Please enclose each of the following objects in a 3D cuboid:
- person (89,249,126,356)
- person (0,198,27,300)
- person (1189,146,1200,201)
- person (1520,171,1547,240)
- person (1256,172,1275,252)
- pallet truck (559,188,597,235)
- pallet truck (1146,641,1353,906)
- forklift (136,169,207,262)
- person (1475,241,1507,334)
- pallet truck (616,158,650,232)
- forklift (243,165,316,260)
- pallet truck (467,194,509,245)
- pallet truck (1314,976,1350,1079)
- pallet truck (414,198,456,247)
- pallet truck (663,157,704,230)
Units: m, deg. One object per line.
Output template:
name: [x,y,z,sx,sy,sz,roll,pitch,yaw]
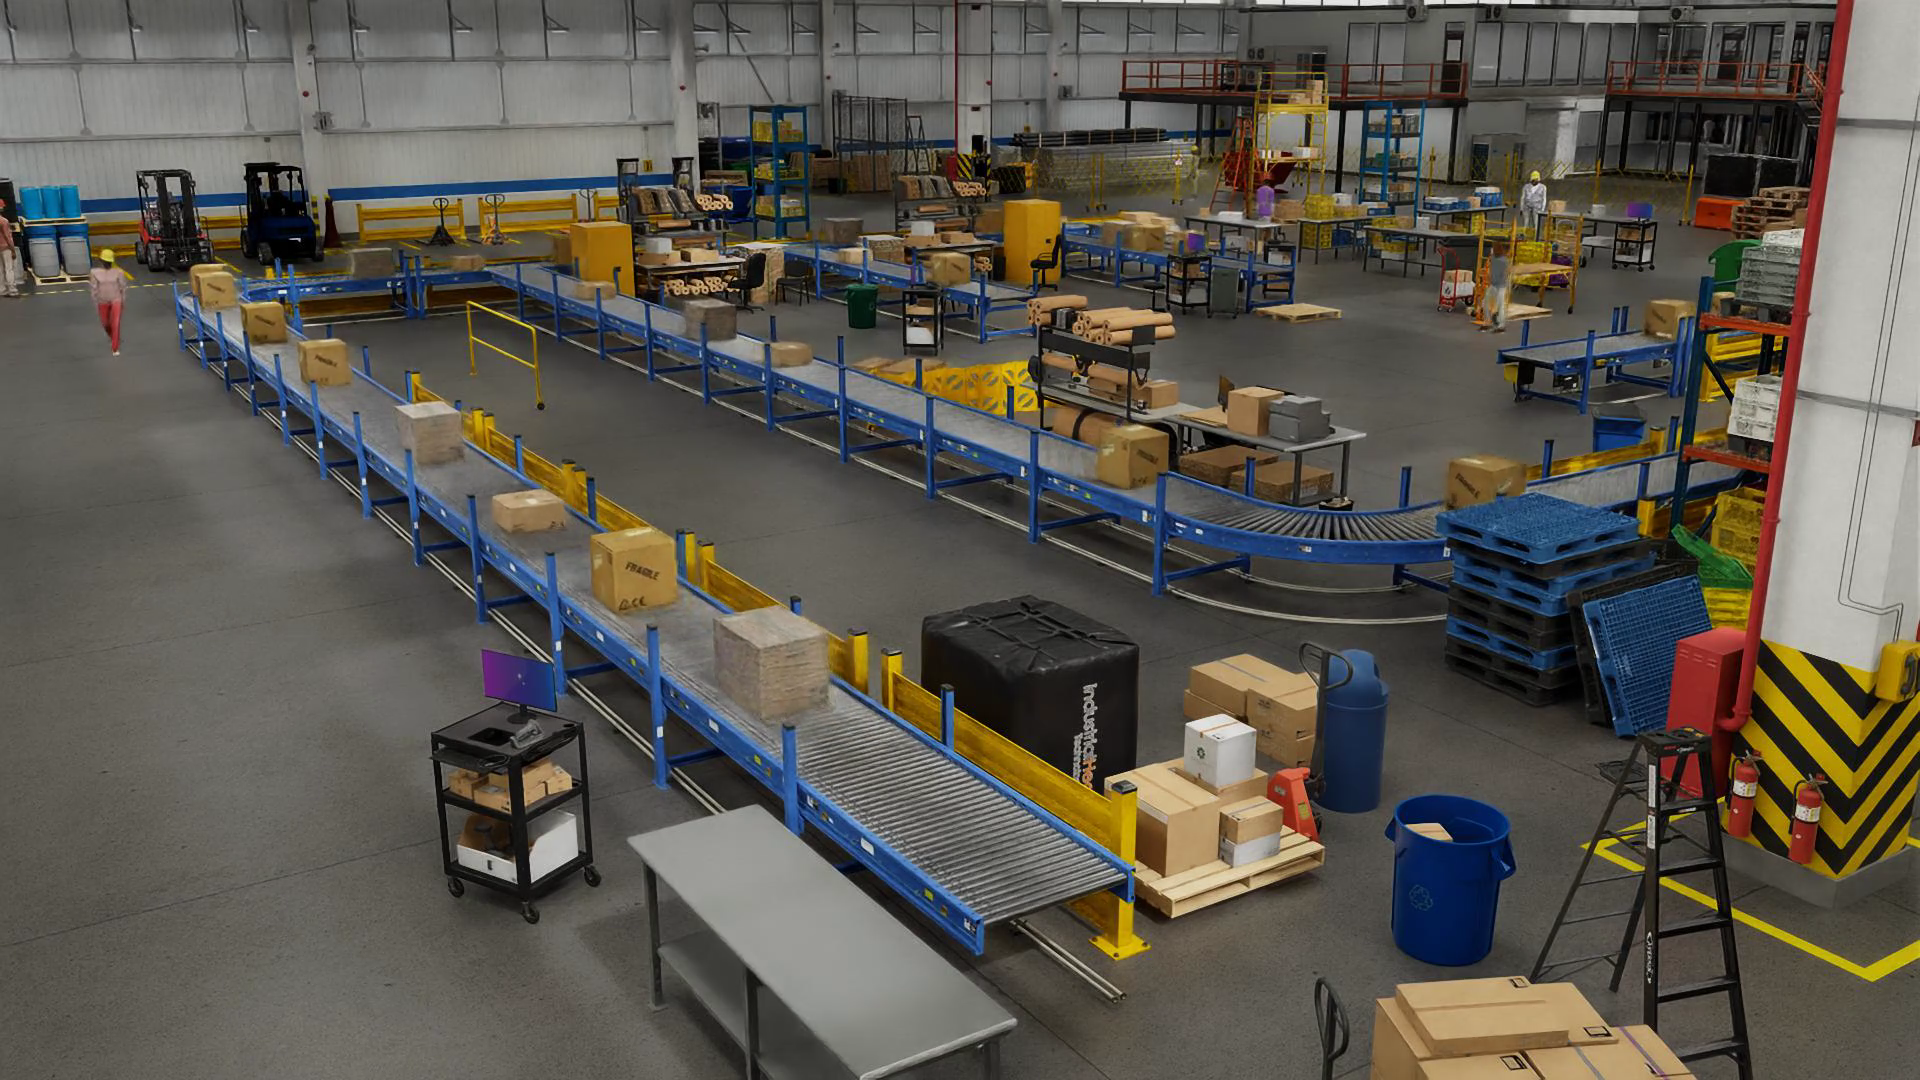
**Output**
person: [-13.894,-3.915,27.206,0.525,1.735,0.647,-6,18,-19]
person: [-18.872,-5.742,32.835,0.625,1.990,0.395,7,18,23]
person: [7.490,-11.711,53.124,0.306,1.742,0.492,4,17,14]
person: [14.303,-8.281,41.559,0.599,1.830,0.404,8,18,24]
person: [7.364,-7.848,39.943,0.377,1.932,0.551,-10,19,-30]
pallet truck: [-10.010,-8.652,43.699,0.653,1.274,1.630,-10,20,-31]
pallet truck: [1.664,1.407,10.232,1.630,1.274,0.653,-10,20,-31]
forklift: [-17.842,-7.318,37.559,1.157,1.987,2.680,-10,20,-31]
person: [9.308,-4.398,29.008,0.575,1.610,0.519,-4,17,-13]
pallet truck: [-8.918,-9.176,44.255,0.823,1.965,1.885,-9,19,-27]
forklift: [-15.898,-7.669,38.708,1.157,1.987,2.680,-11,20,-33]
pallet truck: [-11.983,-8.177,42.137,0.704,1.261,1.522,-11,20,-33]
pallet truck: [2.299,2.390,7.086,1.601,1.201,0.680,-2,17,-7]
pallet truck: [-13.250,-8.060,41.856,0.680,1.201,1.601,-10,20,-31]
pallet truck: [-7.586,-9.308,44.692,0.823,1.965,1.885,-11,20,-33]
